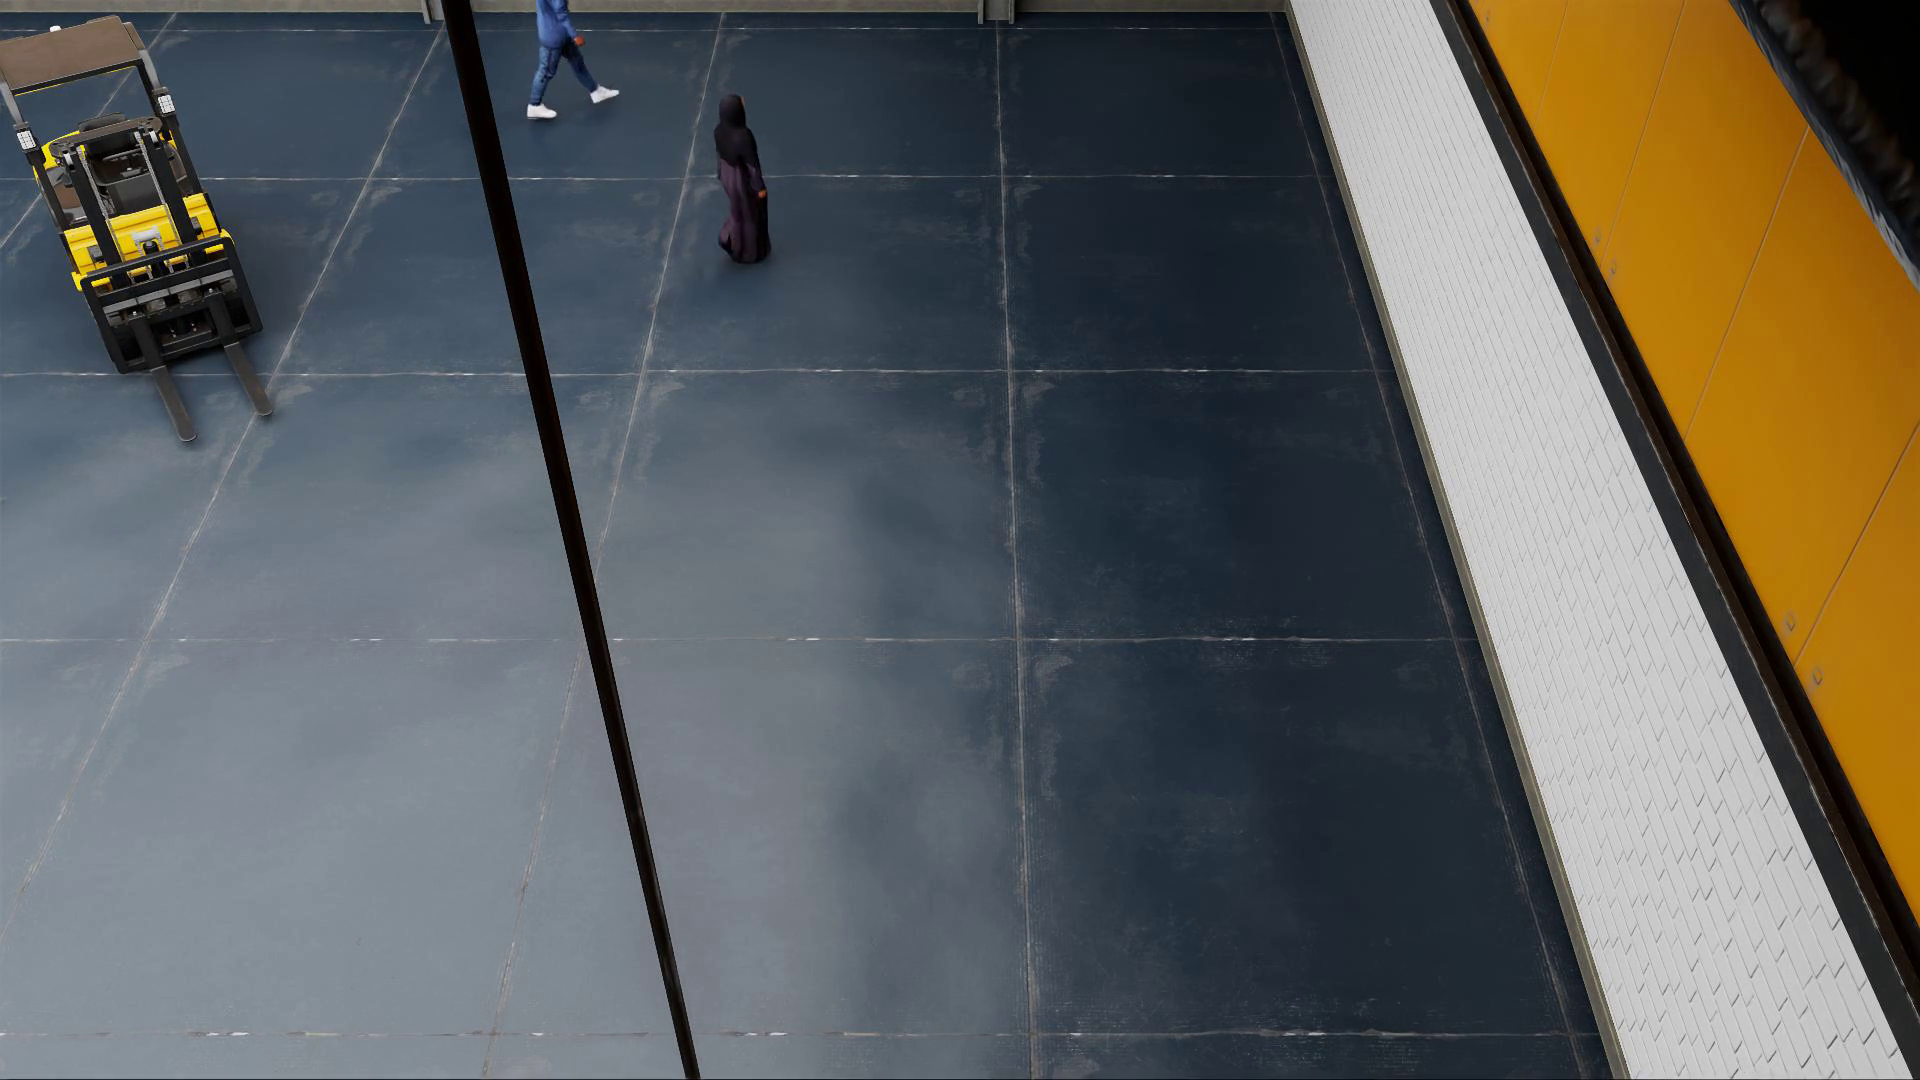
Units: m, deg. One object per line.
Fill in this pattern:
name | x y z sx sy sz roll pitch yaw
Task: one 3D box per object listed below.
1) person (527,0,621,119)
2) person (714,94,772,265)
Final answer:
person | -3.976 -4.861 15.978 1.258 1.760 0.922 -13 45 -13
person | -1.913 -3.048 14.187 0.898 1.606 0.819 -29 51 -27
